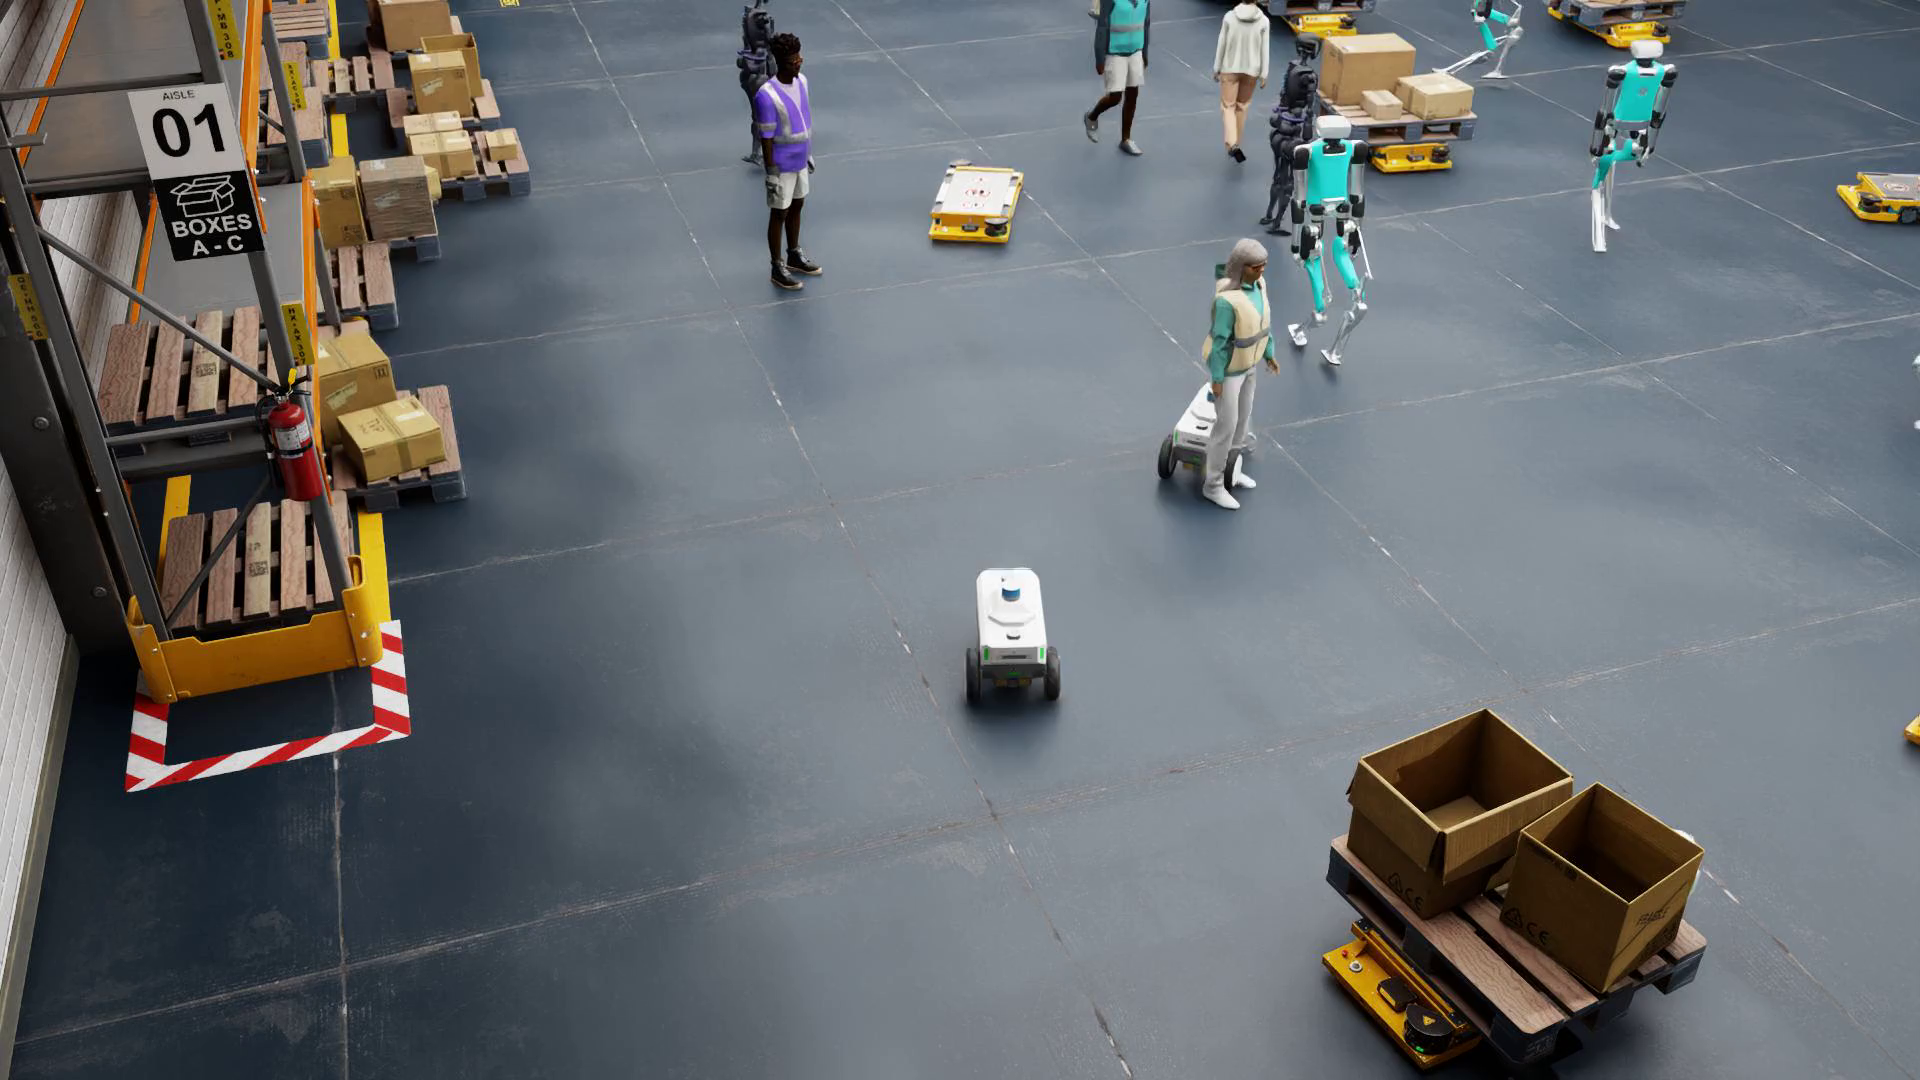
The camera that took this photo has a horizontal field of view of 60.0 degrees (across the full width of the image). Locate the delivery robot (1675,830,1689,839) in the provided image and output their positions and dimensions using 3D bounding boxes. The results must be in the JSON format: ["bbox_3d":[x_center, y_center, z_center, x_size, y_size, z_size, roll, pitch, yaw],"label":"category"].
[{"bbox_3d":[2.825,1.450,7.379,0.801,0.602,0.499,7,34,11],"label":"delivery robot"}]

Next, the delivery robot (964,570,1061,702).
[{"bbox_3d":[0.269,0.494,8.847,0.499,0.604,0.808,-1,33,-1],"label":"delivery robot"}]

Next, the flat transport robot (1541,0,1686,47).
[{"bbox_3d":[7.378,-5.914,18.928,0.659,0.231,1.431,-8,34,-13],"label":"flat transport robot"}]

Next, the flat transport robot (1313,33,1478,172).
[{"bbox_3d":[4.048,-3.809,15.701,0.659,0.231,1.431,-6,34,-8],"label":"flat transport robot"}]

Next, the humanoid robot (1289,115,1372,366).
[{"bbox_3d":[2.606,-2.005,11.589,0.546,1.755,0.894,-6,34,-9],"label":"humanoid robot"}]

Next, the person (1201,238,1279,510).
[{"bbox_3d":[1.670,-1.038,10.140,0.399,1.704,0.505,23,39,31],"label":"person"}]

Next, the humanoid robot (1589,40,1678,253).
[{"bbox_3d":[5.317,-3.253,13.524,0.547,1.774,0.889,0,33,0],"label":"humanoid robot"}]

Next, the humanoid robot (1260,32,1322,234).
[{"bbox_3d":[2.725,-3.356,13.724,0.342,1.655,0.596,-7,34,-11],"label":"humanoid robot"}]

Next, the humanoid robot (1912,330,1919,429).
[{"bbox_3d":[6.608,-1.533,10.857,0.650,1.791,0.534,18,37,25],"label":"humanoid robot"}]

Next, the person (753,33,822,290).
[{"bbox_3d":[-1.316,-2.922,12.788,0.368,1.964,0.607,16,36,23],"label":"person"}]

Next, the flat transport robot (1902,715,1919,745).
[{"bbox_3d":[5.538,0.822,8.598,1.431,0.231,0.659,-25,41,-33],"label":"flat transport robot"}]

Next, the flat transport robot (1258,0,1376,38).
[{"bbox_3d":[4.039,-6.093,19.204,0.659,0.231,1.431,-4,33,-6],"label":"flat transport robot"}]

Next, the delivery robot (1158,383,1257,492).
[{"bbox_3d":[1.616,-0.695,10.654,0.518,0.586,0.757,13,35,20],"label":"delivery robot"}]

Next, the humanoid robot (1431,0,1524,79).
[{"bbox_3d":[5.397,-5.425,16.833,1.027,1.730,0.552,5,33,7],"label":"humanoid robot"}]

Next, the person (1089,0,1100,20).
[{"bbox_3d":[1.699,-6.769,18.812,0.593,1.819,0.632,-9,34,-14],"label":"person"}]

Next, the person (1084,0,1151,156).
[{"bbox_3d":[1.466,-4.480,15.216,0.596,1.917,0.570,-17,37,-24],"label":"person"}]

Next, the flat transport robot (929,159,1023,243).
[{"bbox_3d":[0.153,-2.922,14.340,0.659,0.231,1.431,4,33,6],"label":"flat transport robot"}]

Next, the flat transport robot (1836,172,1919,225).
[{"bbox_3d":[8.429,-2.931,14.353,1.431,0.231,0.659,4,33,6],"label":"flat transport robot"}]

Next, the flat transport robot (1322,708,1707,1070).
[{"bbox_3d":[2.340,1.740,7.190,1.431,0.231,0.659,-16,36,-23],"label":"flat transport robot"}]

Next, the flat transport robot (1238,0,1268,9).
[{"bbox_3d":[3.547,-6.613,20.001,1.431,0.231,0.659,17,37,24],"label":"flat transport robot"}]

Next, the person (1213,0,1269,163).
[{"bbox_3d":[2.543,-4.209,15.055,0.488,1.634,0.696,2,33,3],"label":"person"}]

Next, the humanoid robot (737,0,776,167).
[{"bbox_3d":[-1.863,-4.223,15.052,0.440,1.645,0.599,-17,37,-24],"label":"humanoid robot"}]
